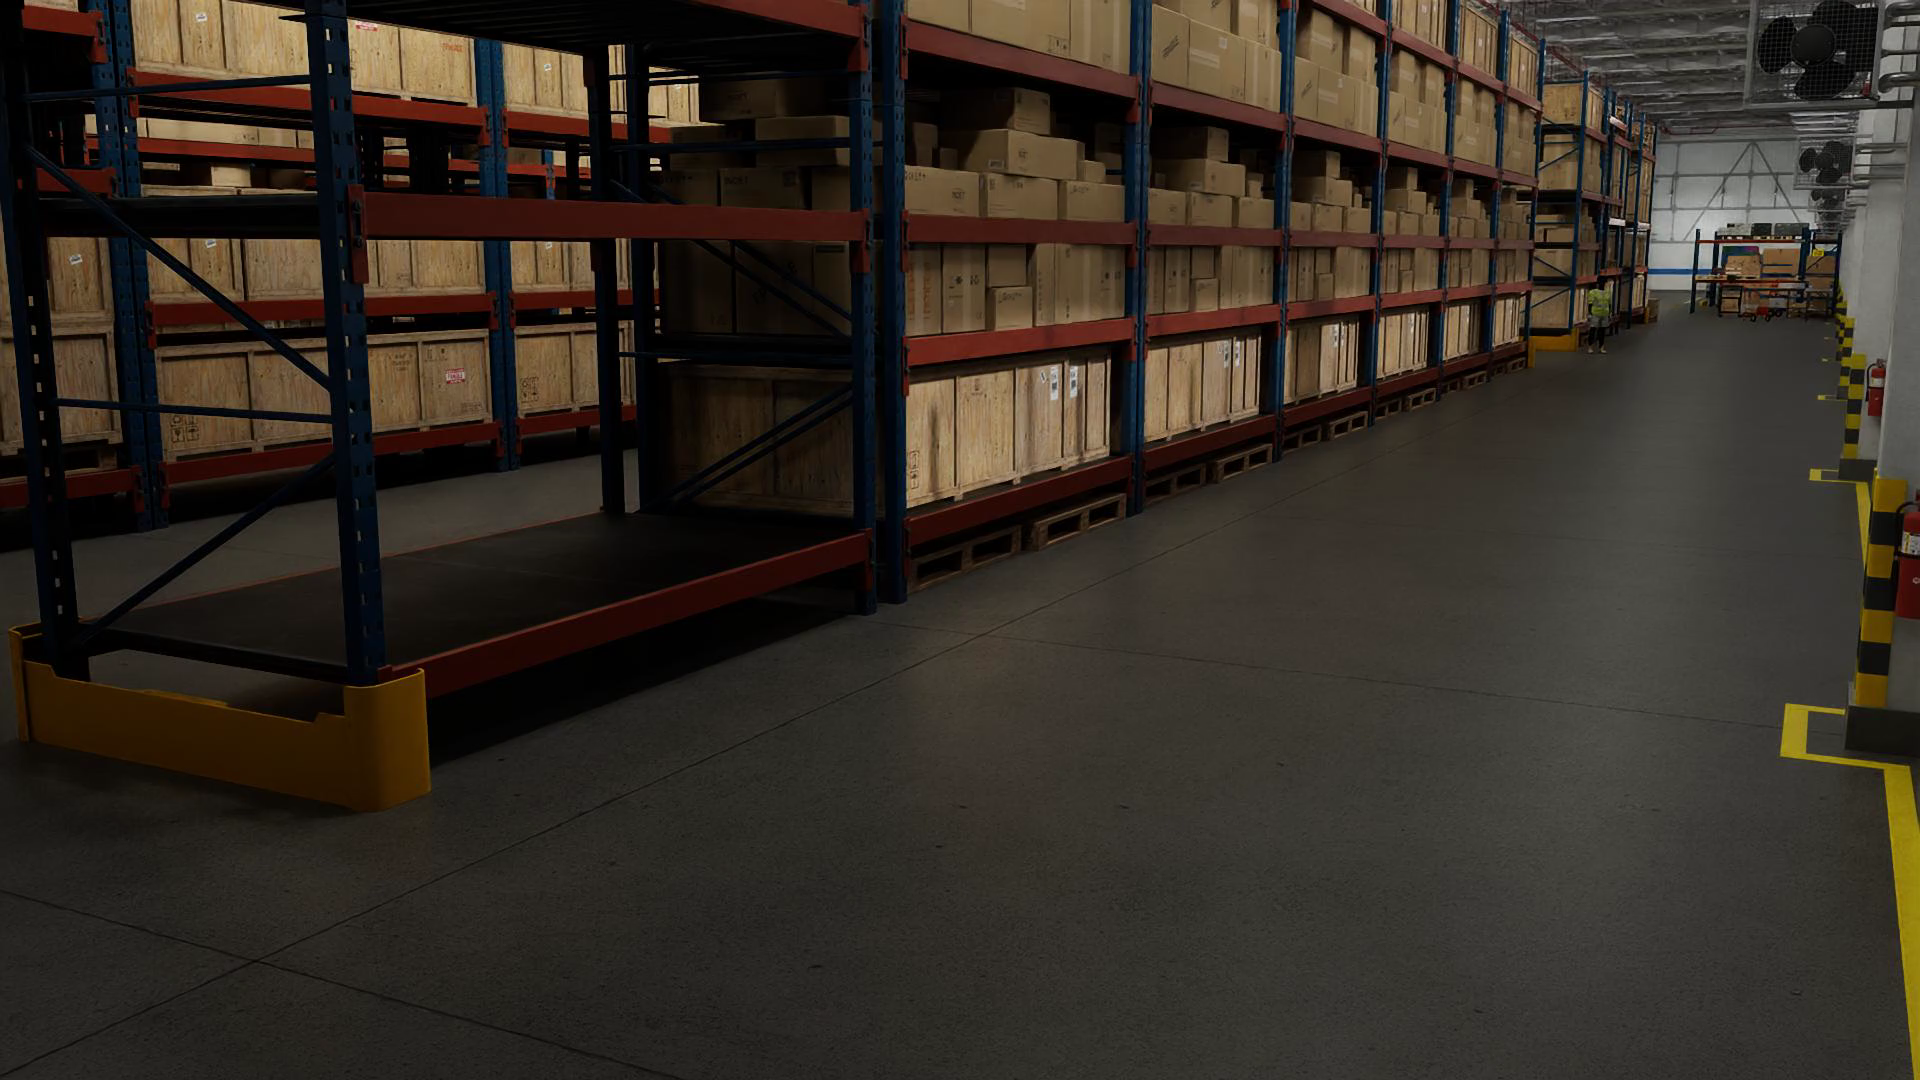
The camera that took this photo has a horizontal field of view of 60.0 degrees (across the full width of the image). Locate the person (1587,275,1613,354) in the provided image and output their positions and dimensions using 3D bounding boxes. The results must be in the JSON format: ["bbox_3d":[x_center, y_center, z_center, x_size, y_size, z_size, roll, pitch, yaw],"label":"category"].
[{"bbox_3d":[13.790,-4.849,35.844,0.540,1.695,0.317,-1,10,-4],"label":"person"}]
